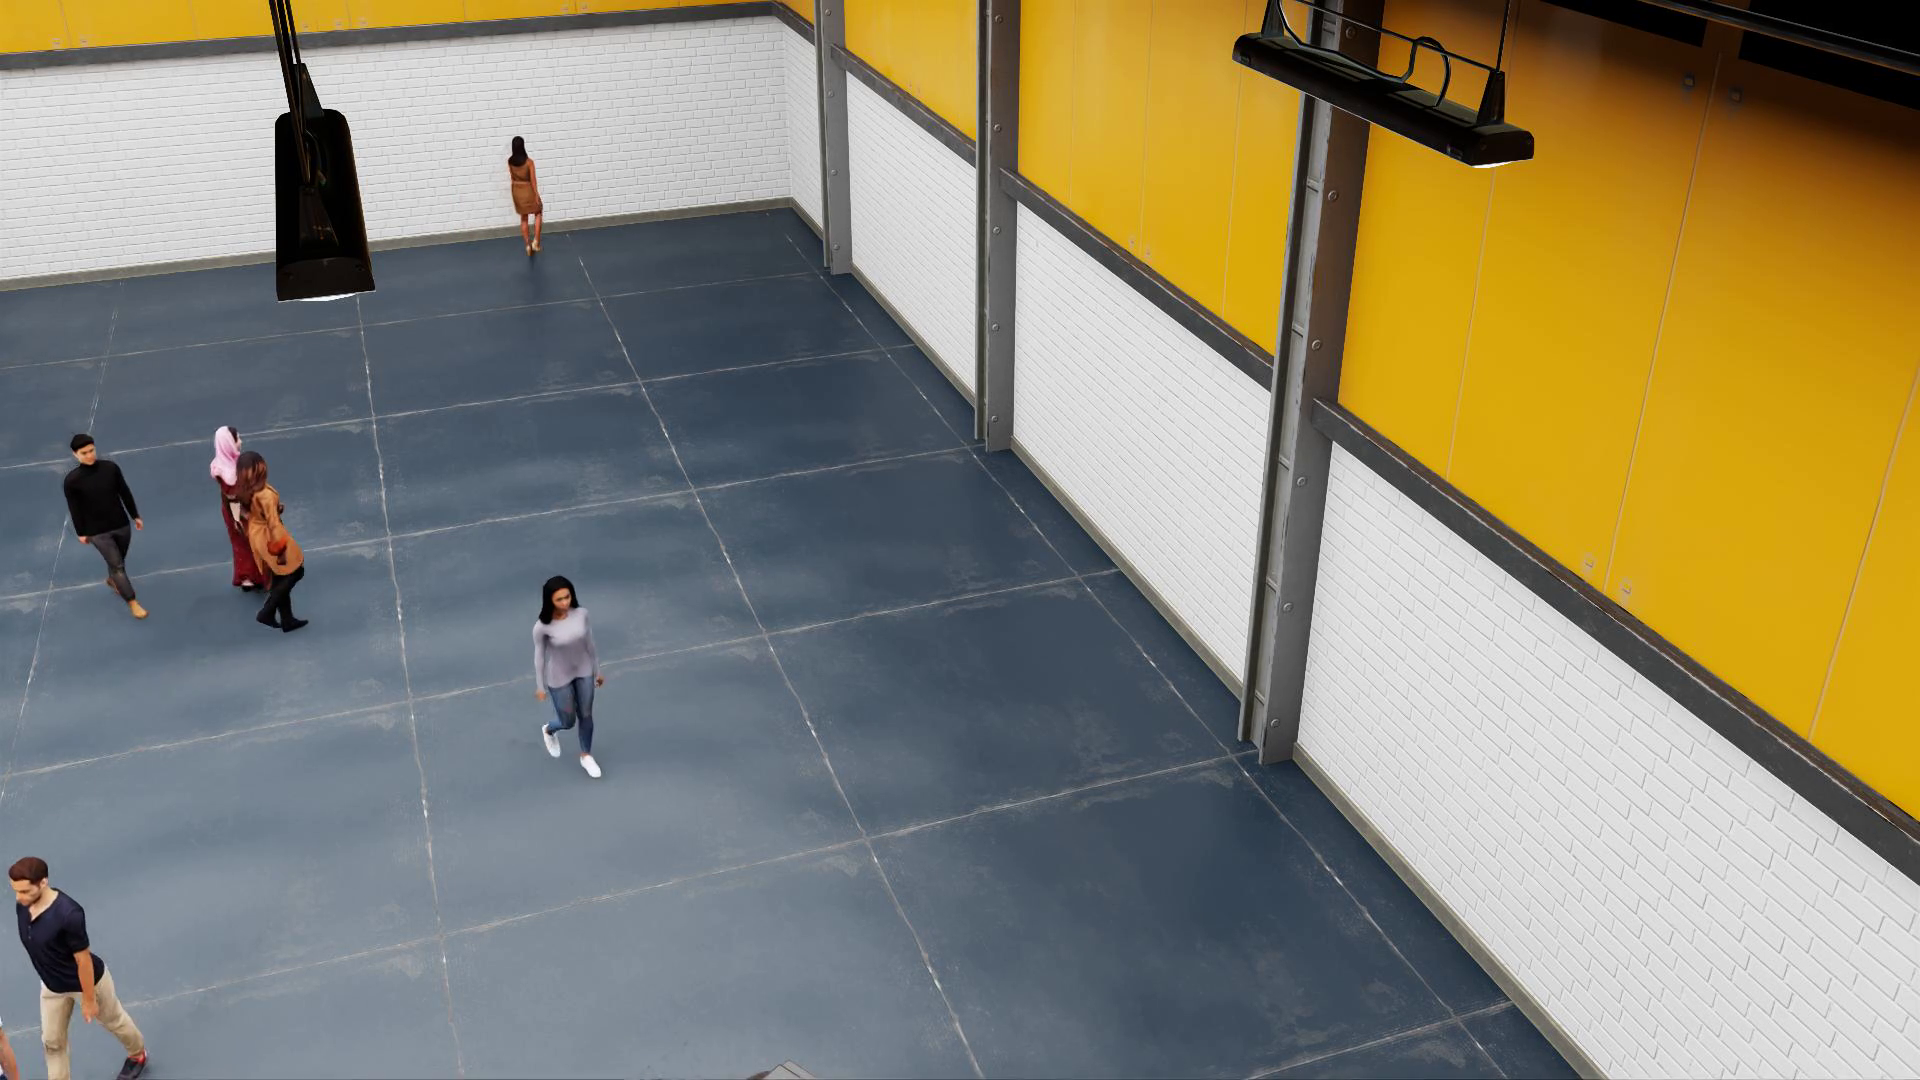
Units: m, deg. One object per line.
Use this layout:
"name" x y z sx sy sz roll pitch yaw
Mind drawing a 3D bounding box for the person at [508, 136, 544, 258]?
"person" -6.070 -4.742 23.088 0.672 1.681 0.713 5 29 8

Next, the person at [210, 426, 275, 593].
"person" -6.516 -0.249 14.890 0.740 1.643 0.620 -10 30 -18

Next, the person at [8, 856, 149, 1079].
"person" -5.077 2.494 9.674 1.015 1.822 1.110 10 30 17

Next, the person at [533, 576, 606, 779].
"person" -3.000 0.997 12.528 0.803 1.718 0.901 -25 37 -38

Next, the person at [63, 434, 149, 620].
"person" -7.569 -0.173 14.705 1.186 1.687 1.002 22 36 35

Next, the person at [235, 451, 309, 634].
"person" -5.990 0.075 14.234 0.919 1.703 0.841 -25 37 -37
